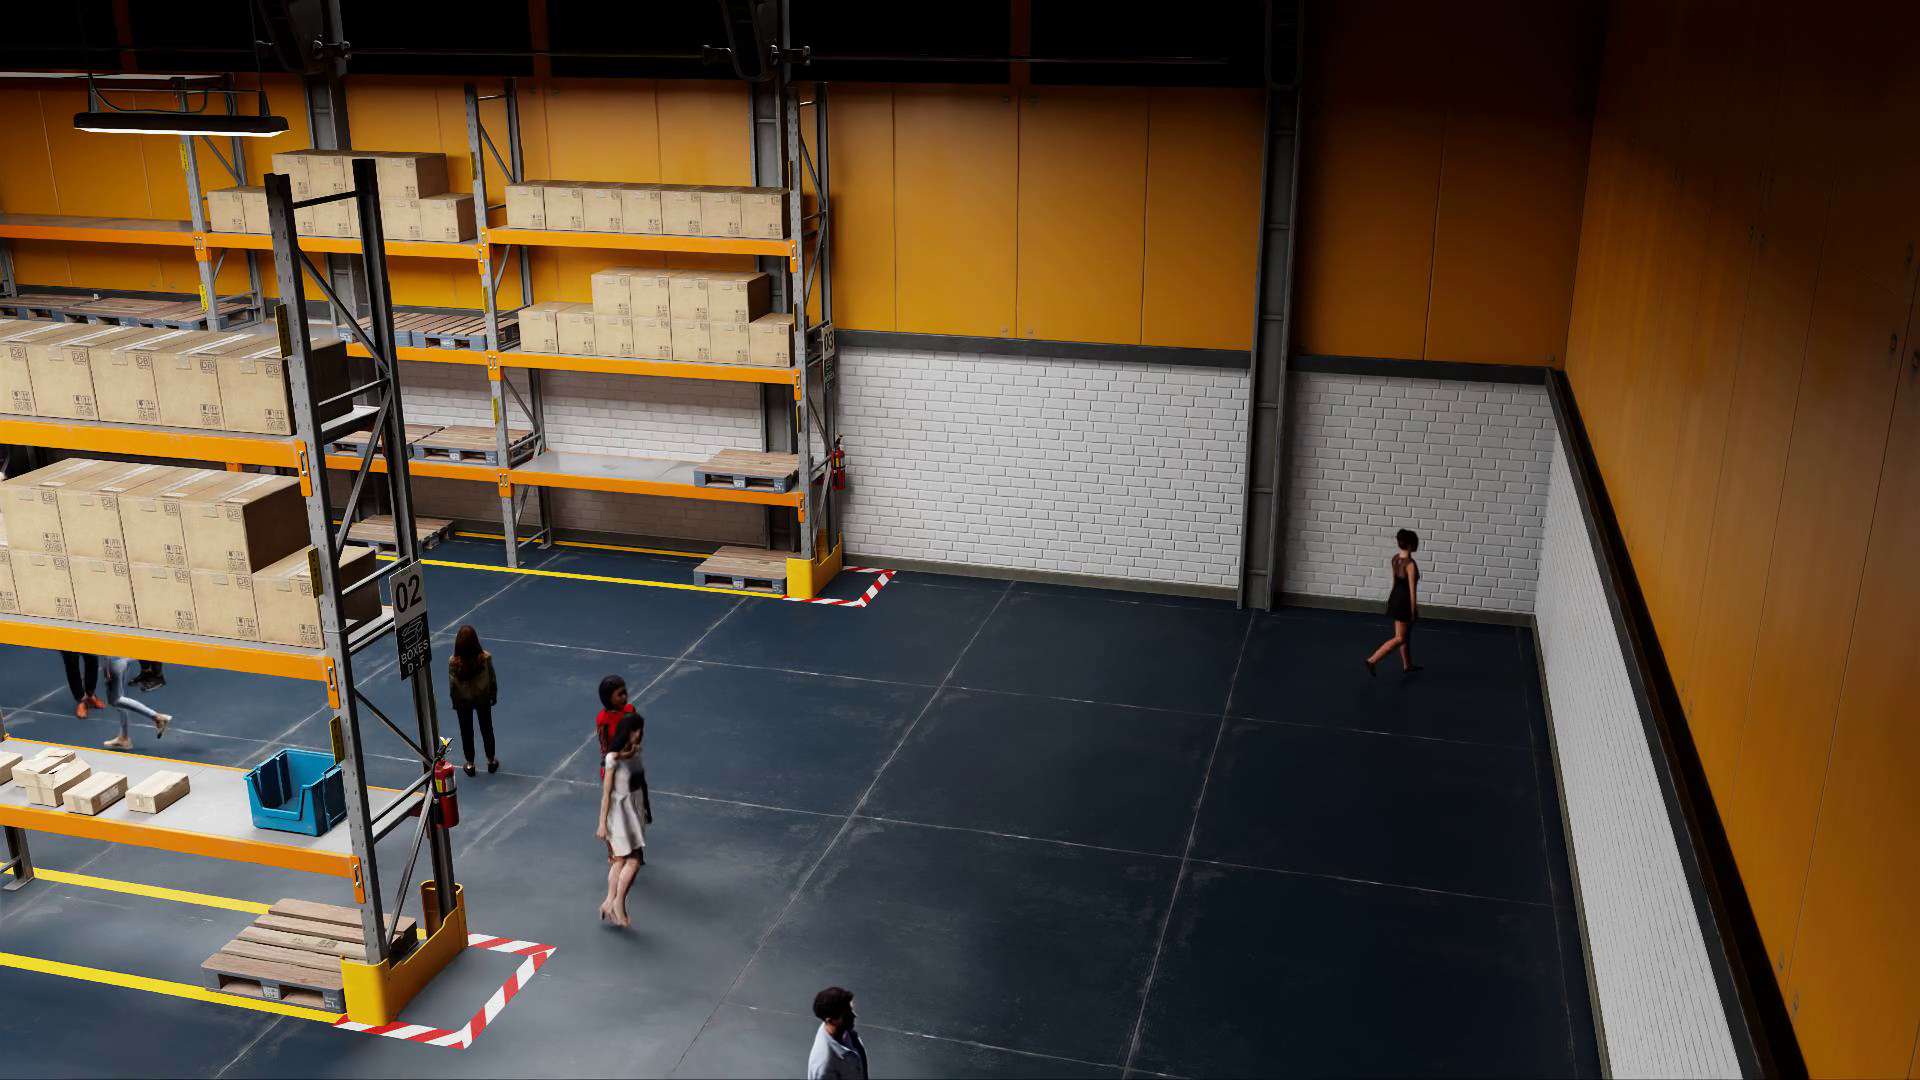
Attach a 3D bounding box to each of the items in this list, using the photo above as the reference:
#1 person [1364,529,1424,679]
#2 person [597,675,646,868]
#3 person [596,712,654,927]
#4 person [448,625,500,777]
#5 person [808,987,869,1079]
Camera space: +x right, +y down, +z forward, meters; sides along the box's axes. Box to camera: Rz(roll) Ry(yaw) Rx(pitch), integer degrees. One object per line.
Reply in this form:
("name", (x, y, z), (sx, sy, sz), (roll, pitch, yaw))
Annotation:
("person", (4.629, 0.703, 17.616), (1.083, 1.653, 0.894), (-5, 19, -15))
("person", (-2.823, 1.936, 13.812), (0.584, 1.744, 0.626), (11, 22, 30))
("person", (-2.701, 2.194, 13.062), (0.766, 1.735, 0.700), (10, 21, 27))
("person", (-4.553, 1.490, 15.560), (0.631, 1.475, 0.720), (-7, 20, -21))
("person", (-0.702, 3.354, 9.497), (0.618, 1.812, 0.711), (2, 19, 5))
